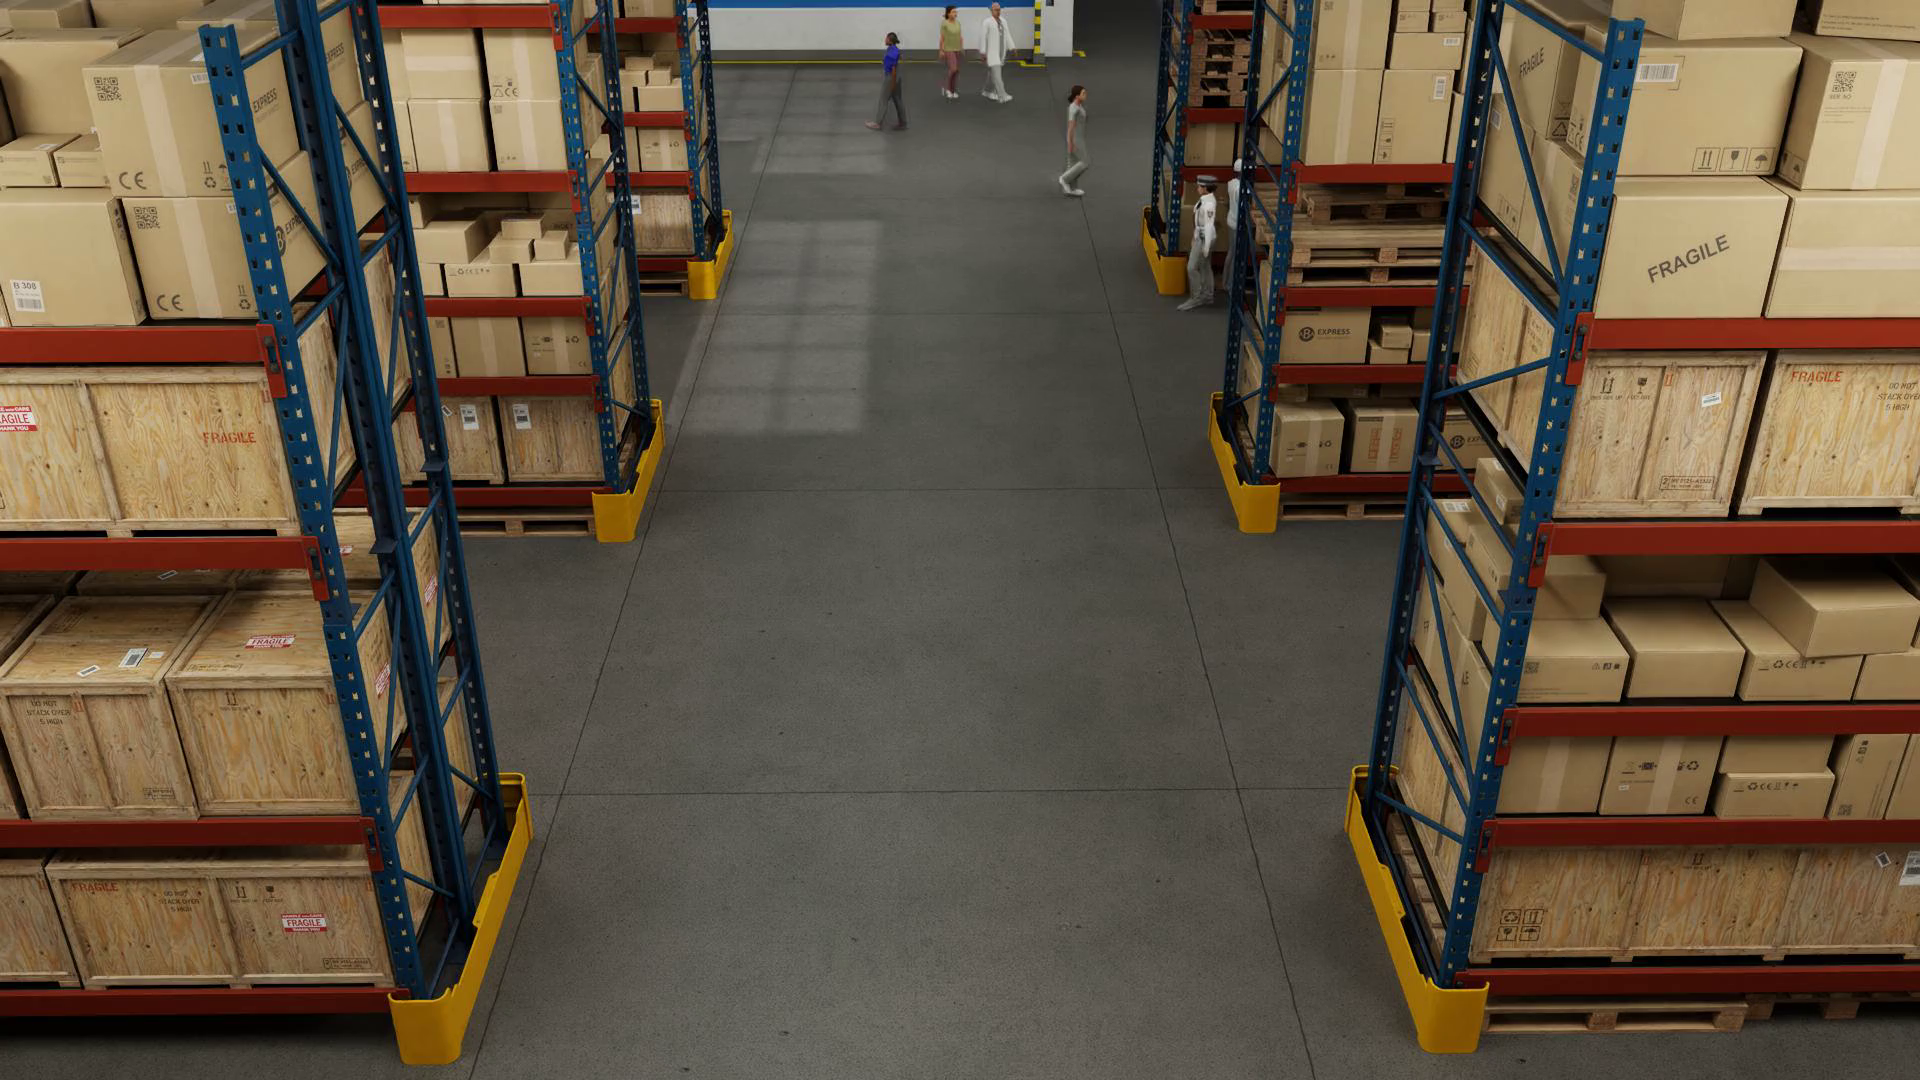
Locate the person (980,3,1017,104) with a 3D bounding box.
[{"bbox_3d":[0.736,-8.919,30.457,0.602,1.755,0.967,-23,36,-36],"label":"person"}]

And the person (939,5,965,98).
[{"bbox_3d":[-0.114,-9.021,30.747,0.470,1.668,0.470,-20,34,-33],"label":"person"}]

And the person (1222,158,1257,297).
[{"bbox_3d":[3.605,-4.021,21.340,0.347,1.771,0.574,-5,29,-8],"label":"person"}]

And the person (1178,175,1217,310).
[{"bbox_3d":[3.035,-3.767,21.010,0.445,1.676,0.540,4,28,7],"label":"person"}]

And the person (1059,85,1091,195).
[{"bbox_3d":[1.763,-6.055,25.224,0.486,1.670,0.460,4,29,7],"label":"person"}]

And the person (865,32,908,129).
[{"bbox_3d":[-1.283,-7.963,28.828,0.731,1.646,0.455,5,29,8],"label":"person"}]
